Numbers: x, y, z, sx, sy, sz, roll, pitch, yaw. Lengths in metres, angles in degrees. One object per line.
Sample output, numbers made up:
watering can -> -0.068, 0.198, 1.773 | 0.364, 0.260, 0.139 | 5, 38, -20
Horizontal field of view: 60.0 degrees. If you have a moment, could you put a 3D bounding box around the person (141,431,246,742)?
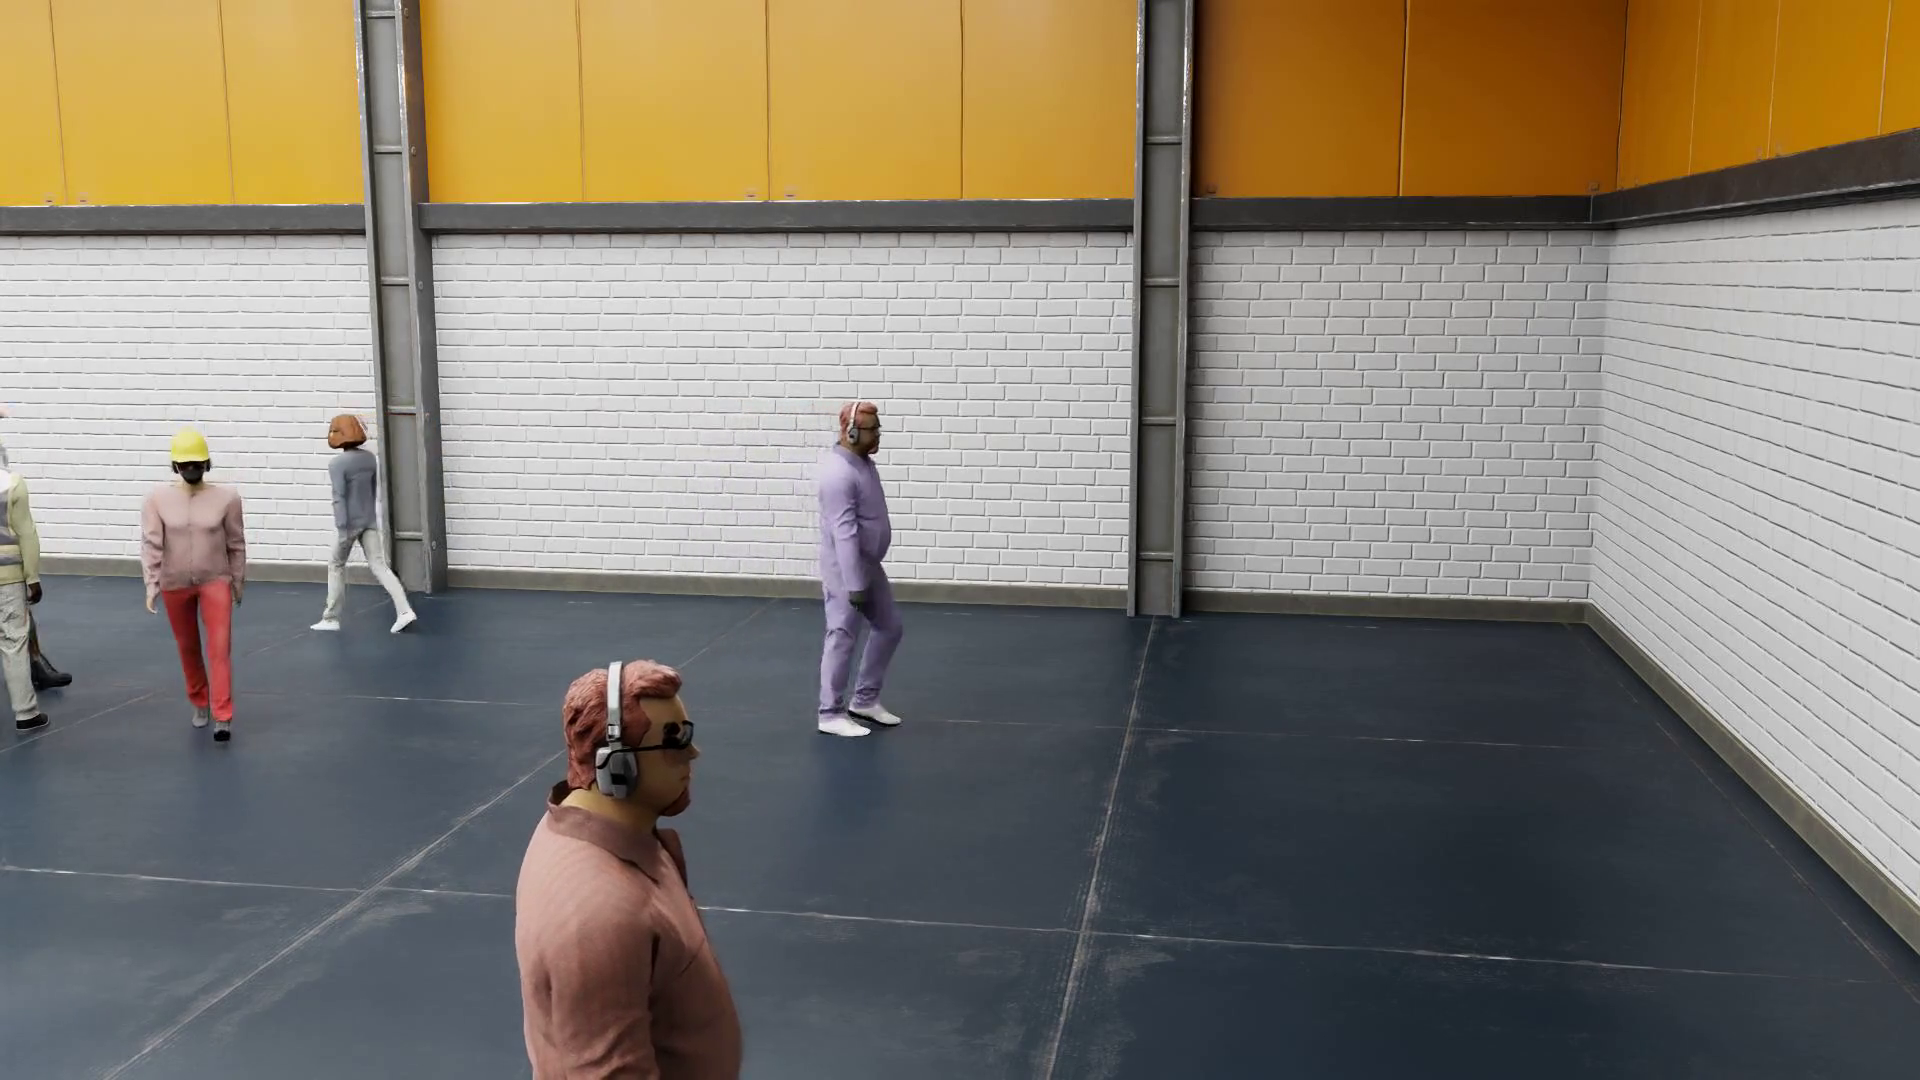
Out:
person -> -4.230, 0.263, 9.222 | 0.523, 1.720, 0.915 | -4, 10, -22

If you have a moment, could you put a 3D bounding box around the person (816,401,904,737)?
person -> -0.542, 0.173, 9.259 | 0.587, 1.884, 0.673 | 2, 9, 10

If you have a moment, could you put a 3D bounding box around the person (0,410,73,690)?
person -> -5.902, 0.022, 10.158 | 0.930, 1.897, 0.566 | 3, 10, 18

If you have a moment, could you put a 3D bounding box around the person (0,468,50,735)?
person -> -5.437, 0.202, 9.276 | 0.588, 1.822, 0.403 | -2, 9, -14

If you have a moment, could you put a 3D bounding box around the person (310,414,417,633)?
person -> -4.299, -0.111, 11.927 | 0.849, 1.602, 0.505 | 4, 10, 21

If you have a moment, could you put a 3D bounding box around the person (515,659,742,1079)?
person -> -0.605, 1.159, 3.110 | 0.399, 1.909, 0.642 | -2, 10, -15
